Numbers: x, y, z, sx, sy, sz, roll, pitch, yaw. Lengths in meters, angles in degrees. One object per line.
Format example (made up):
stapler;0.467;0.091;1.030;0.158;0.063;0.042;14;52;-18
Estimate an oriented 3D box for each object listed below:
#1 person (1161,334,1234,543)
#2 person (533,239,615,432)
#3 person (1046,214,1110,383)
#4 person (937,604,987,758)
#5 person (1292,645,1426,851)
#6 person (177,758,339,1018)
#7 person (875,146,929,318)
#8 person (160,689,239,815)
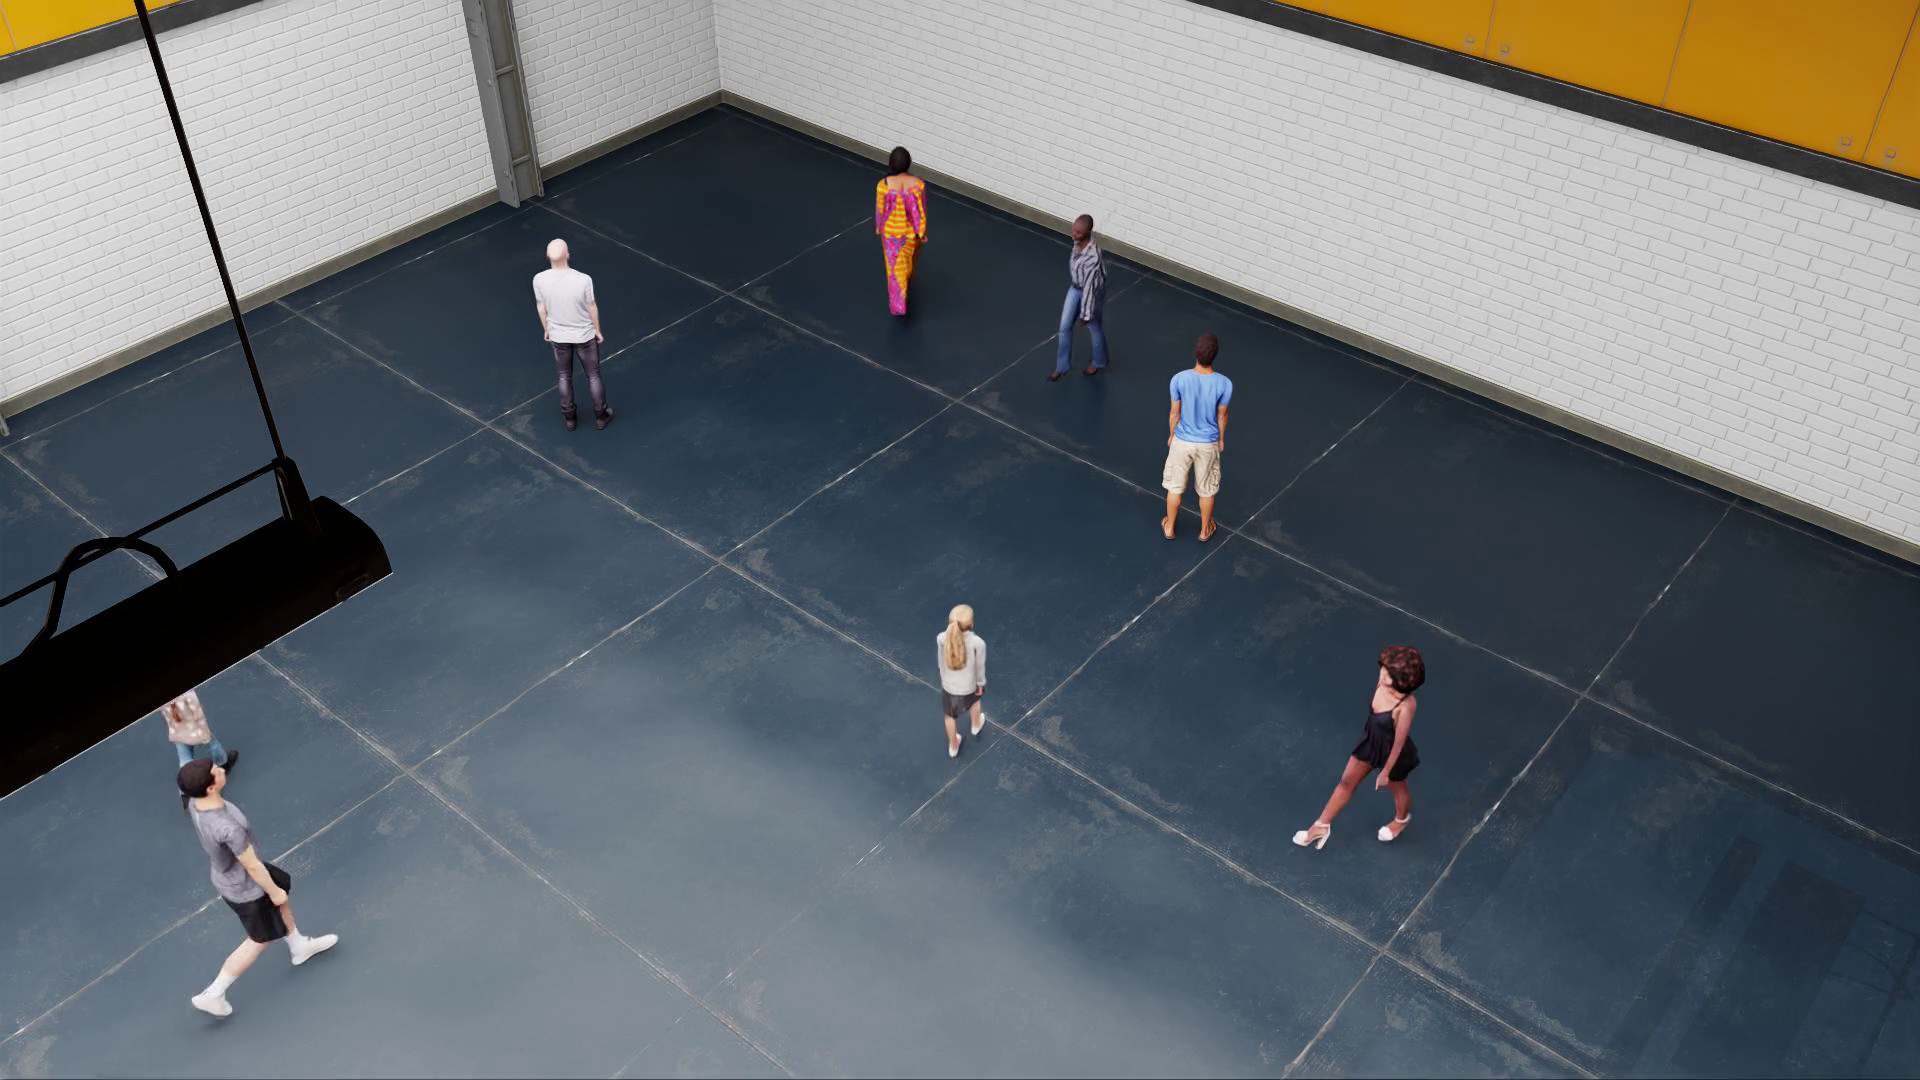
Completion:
person;1.864;-0.789;13.096;0.734;1.864;0.742;6;39;7
person;-3.346;-1.764;14.342;0.757;1.832;0.799;0;39;0
person;1.184;-2.175;14.921;0.982;1.751;0.835;-13;40;-16
person;-0.012;0.987;11.353;0.673;1.263;0.768;6;39;7
person;2.772;1.325;10.538;1.121;1.752;0.915;-12;40;-15
person;-4.224;2.017;9.601;1.162;1.841;0.793;-28;46;-31
person;-0.566;-2.965;15.973;1.190;1.672;1.187;-6;39;-8
person;-5.146;1.296;11.037;0.769;1.174;0.918;4;39;5
